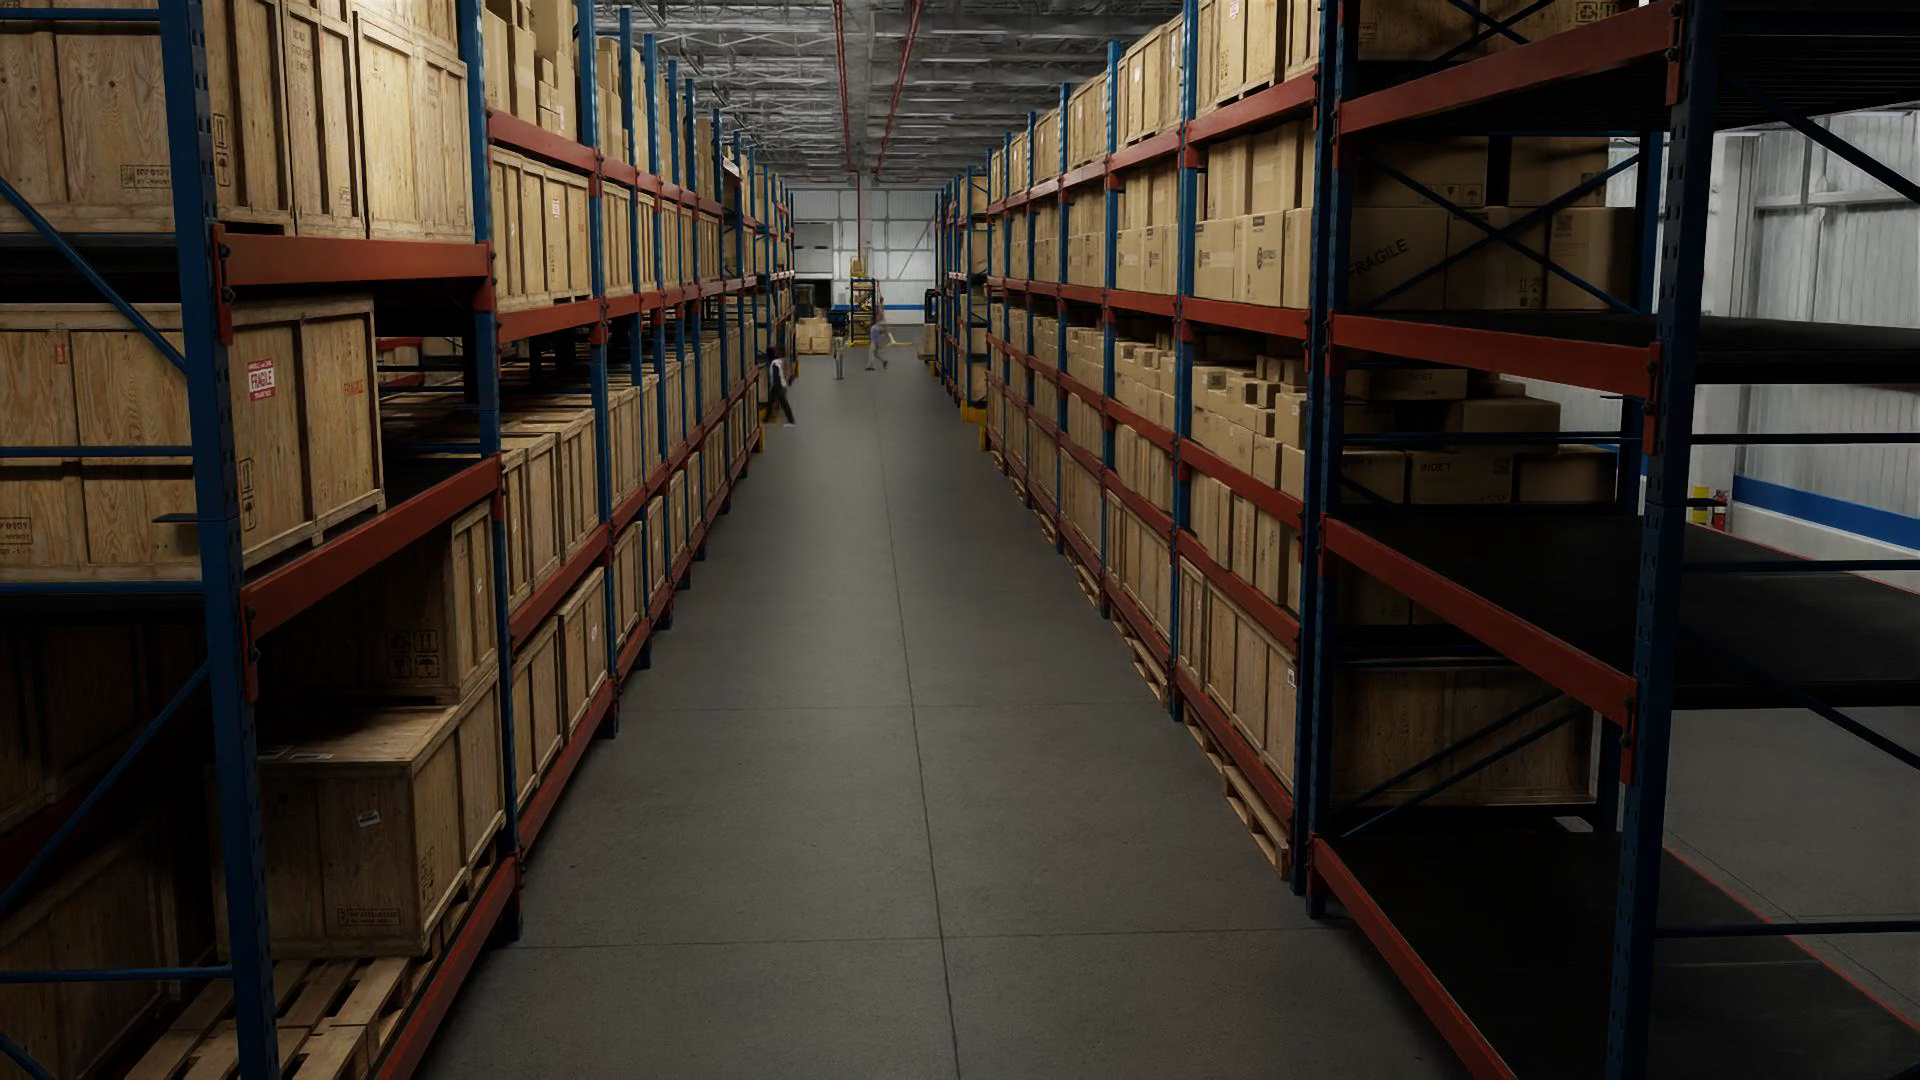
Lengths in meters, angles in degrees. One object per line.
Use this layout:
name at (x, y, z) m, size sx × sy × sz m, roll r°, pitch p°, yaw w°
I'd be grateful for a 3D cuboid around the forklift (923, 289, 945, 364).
forklift at (-0.807, -8.115, 62.942) m, size 1.129 × 2.768 × 1.873 m, roll -1°, pitch 10°, yaw -3°

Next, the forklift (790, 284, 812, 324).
forklift at (-7.280, -10.322, 76.127) m, size 1.129 × 2.768 × 1.873 m, roll 2°, pitch 10°, yaw 9°

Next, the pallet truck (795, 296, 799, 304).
pallet truck at (-8.622, -12.439, 91.403) m, size 1.885 × 1.965 × 0.823 m, roll 2°, pitch 10°, yaw 13°

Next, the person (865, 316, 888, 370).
person at (-2.966, -6.969, 58.989) m, size 0.767 × 1.920 × 0.634 m, roll -3°, pitch 10°, yaw -16°

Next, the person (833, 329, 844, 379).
person at (-3.980, -6.089, 54.538) m, size 0.309 × 1.640 × 0.512 m, roll 4°, pitch 10°, yaw 24°

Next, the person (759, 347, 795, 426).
person at (-4.336, -3.569, 38.866) m, size 0.978 × 1.844 × 0.659 m, roll -1°, pitch 10°, yaw -7°

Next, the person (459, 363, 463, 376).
person at (-11.390, -3.337, 38.151) m, size 0.610 × 1.617 × 0.506 m, roll 0°, pitch 10°, yaw 2°

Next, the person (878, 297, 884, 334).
person at (-4.235, -12.044, 89.218) m, size 0.377 × 1.940 × 0.629 m, roll 0°, pitch 10°, yaw -2°

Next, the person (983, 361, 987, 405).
person at (0.759, -2.862, 34.717) m, size 0.594 × 1.824 × 0.652 m, roll -1°, pitch 10°, yaw -6°
